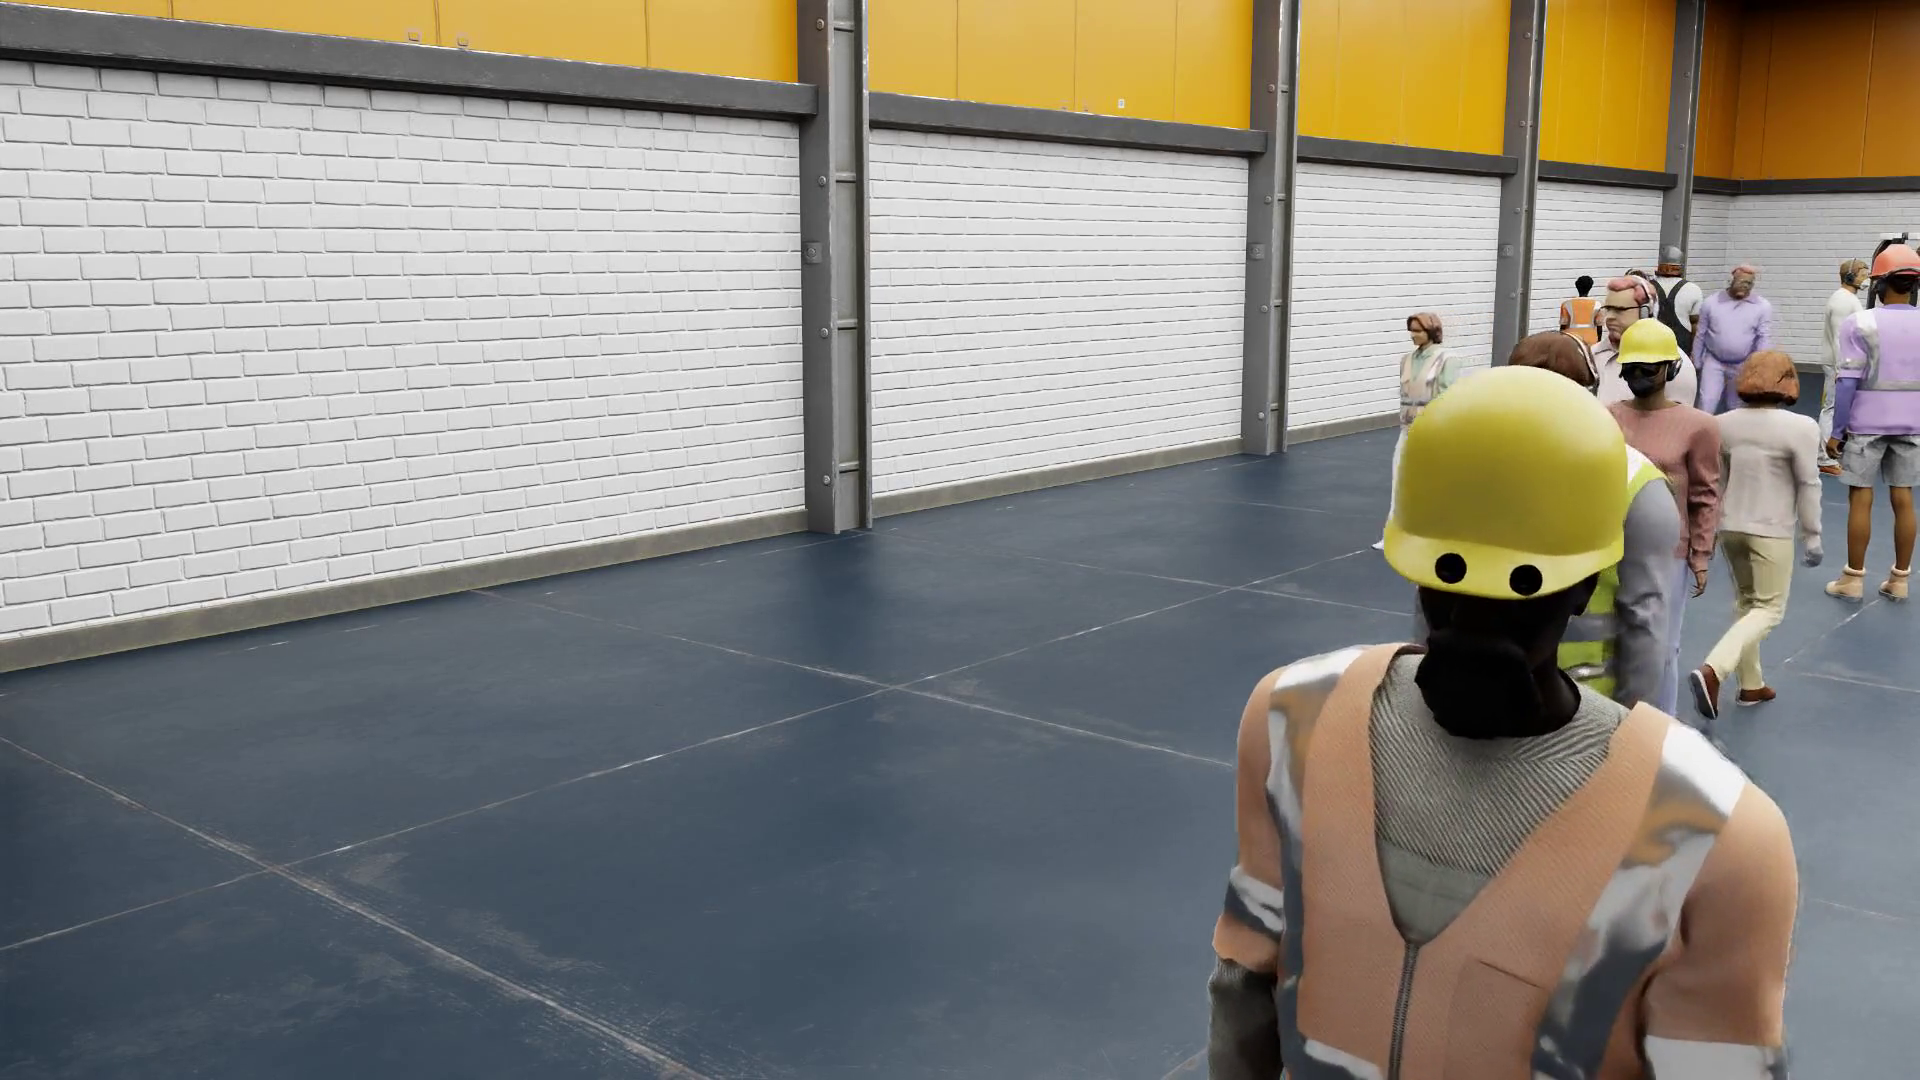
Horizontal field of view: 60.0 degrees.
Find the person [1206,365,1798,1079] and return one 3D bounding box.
[{"bbox_3d":[0.507,0.769,1.774,0.649,1.914,0.471,8,13,40],"label":"person"}]

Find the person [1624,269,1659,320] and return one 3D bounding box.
[{"bbox_3d":[6.629,-1.729,16.275,0.506,1.841,0.929,-2,10,-9],"label":"person"}]

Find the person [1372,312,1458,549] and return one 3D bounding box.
[{"bbox_3d":[3.190,-0.742,11.262,0.785,1.610,0.518,-6,12,-33],"label":"person"}]

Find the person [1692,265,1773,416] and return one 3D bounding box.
[{"bbox_3d":[7.190,-1.618,15.530,0.655,1.861,0.925,4,11,21],"label":"person"}]

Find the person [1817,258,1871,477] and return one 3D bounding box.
[{"bbox_3d":[7.860,-1.533,14.825,0.355,1.936,0.636,5,11,28],"label":"person"}]

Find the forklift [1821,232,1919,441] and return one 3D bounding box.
[{"bbox_3d":[9.955,-1.972,16.595,2.313,2.155,1.214,1,10,8],"label":"forklift"}]

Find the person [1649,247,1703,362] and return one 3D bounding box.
[{"bbox_3d":[7.374,-2.035,17.390,0.684,2.000,0.538,5,11,26],"label":"person"}]

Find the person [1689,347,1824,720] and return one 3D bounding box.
[{"bbox_3d":[3.406,-0.026,7.180,0.700,1.607,0.502,-5,11,-27],"label":"person"}]

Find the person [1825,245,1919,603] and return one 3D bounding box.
[{"bbox_3d":[5.284,-0.655,9.527,0.615,2.040,0.381,1,10,4],"label":"person"}]

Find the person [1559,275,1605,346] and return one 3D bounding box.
[{"bbox_3d":[7.665,-2.415,20.553,0.535,1.691,0.319,3,10,14],"label":"person"}]

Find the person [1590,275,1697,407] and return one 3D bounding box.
[{"bbox_3d":[2.981,-0.242,7.572,0.410,1.907,0.642,-5,11,-25],"label":"person"}]

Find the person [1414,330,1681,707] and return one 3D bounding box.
[{"bbox_3d":[1.440,0.388,4.186,0.645,1.831,0.508,9,14,43],"label":"person"}]

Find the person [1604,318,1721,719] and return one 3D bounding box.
[{"bbox_3d":[2.553,0.054,6.280,0.534,1.767,0.314,7,12,35],"label":"person"}]
